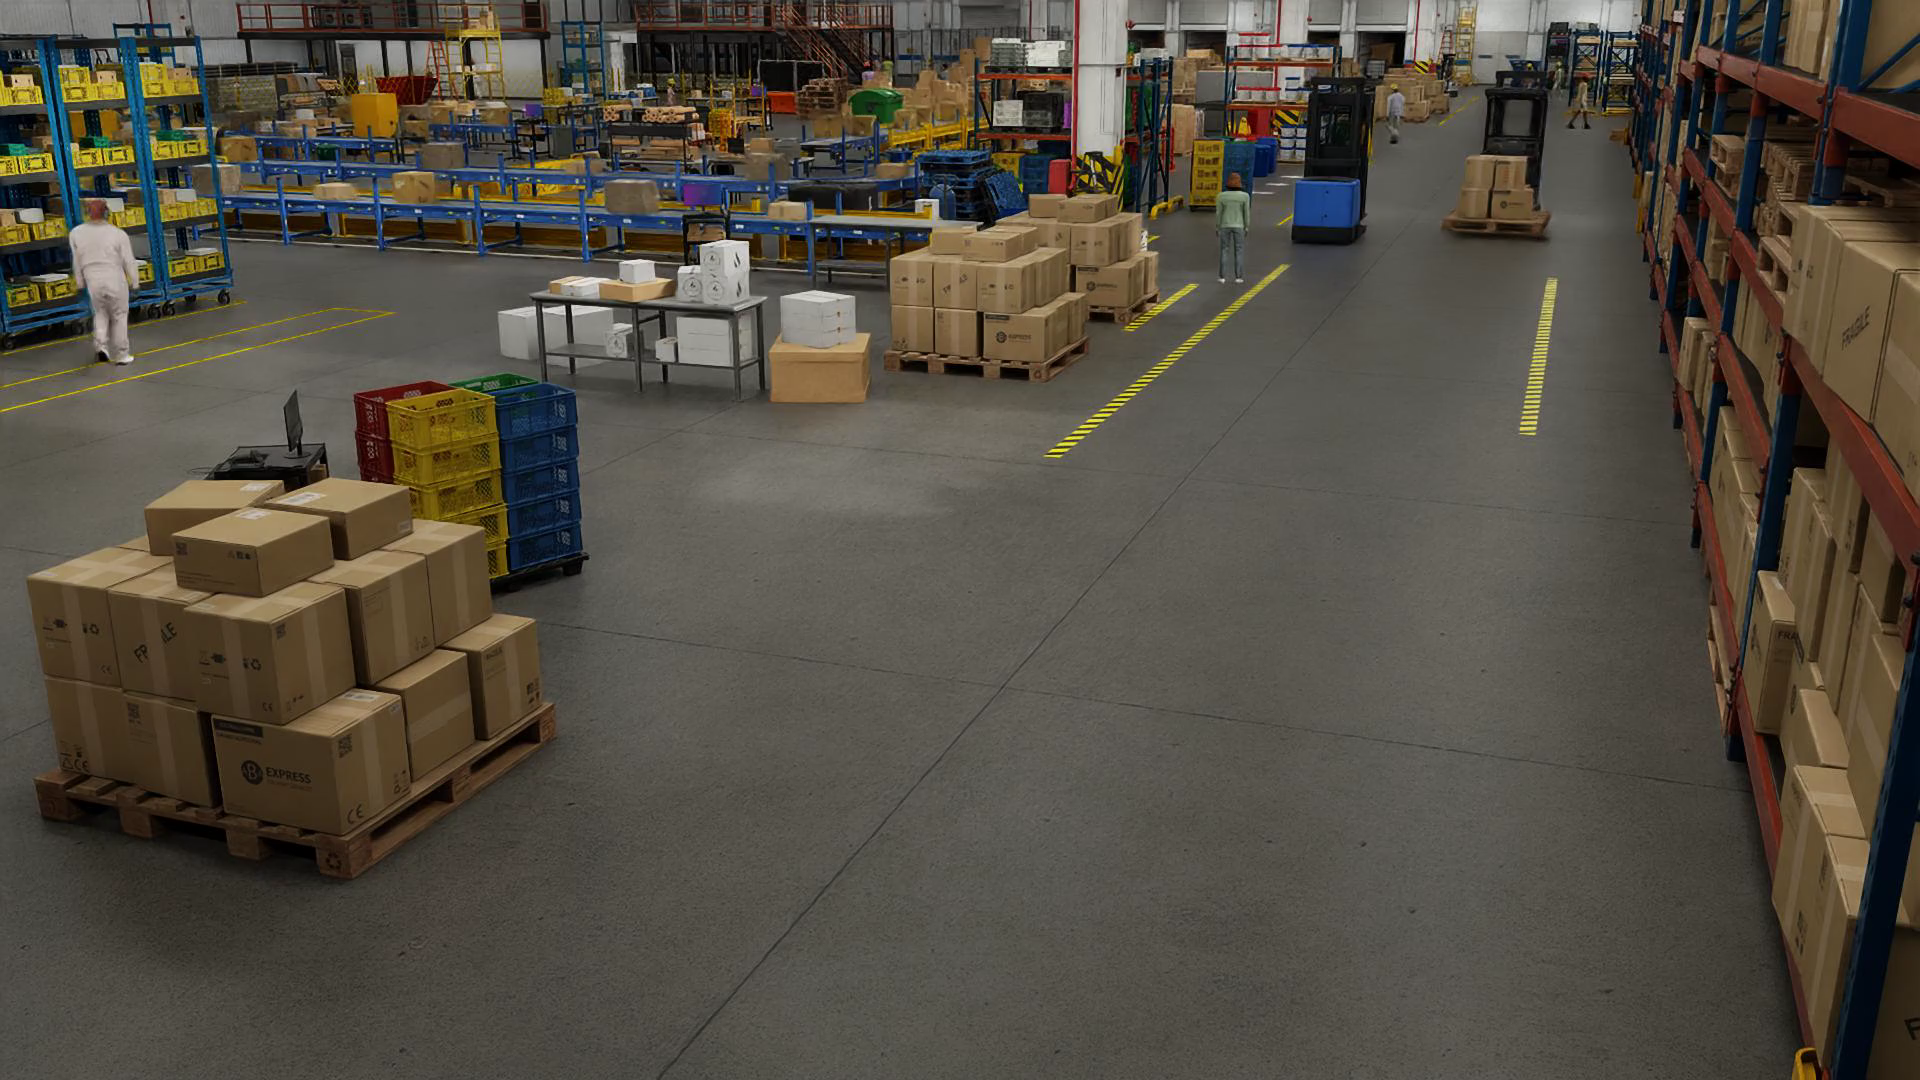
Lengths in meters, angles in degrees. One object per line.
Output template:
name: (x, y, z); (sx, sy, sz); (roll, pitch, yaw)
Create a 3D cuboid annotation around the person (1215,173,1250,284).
person: (4.046, -4.623, 24.707); (0.505, 1.633, 0.279); (3, 18, 10)

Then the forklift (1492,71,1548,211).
forklift: (10.689, -7.597, 32.026); (1.129, 2.768, 1.873); (7, 19, 22)

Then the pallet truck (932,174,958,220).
pallet truck: (-0.507, -5.292, 27.348); (0.653, 1.274, 1.630); (6, 19, 19)

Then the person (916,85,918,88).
person: (-1.348, -15.132, 57.422); (0.959, 1.835, 0.530); (-9, 20, -27)

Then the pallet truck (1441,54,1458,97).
pallet truck: (22.765, -21.886, 78.355); (0.823, 1.965, 1.885); (-4, 18, -14)

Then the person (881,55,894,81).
person: (-3.528, -22.799, 81.497); (0.654, 1.825, 0.634); (1, 18, 3)

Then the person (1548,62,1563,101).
person: (27.012, -20.784, 75.380); (0.904, 1.701, 0.503); (4, 18, 11)

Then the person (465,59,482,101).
person: (-22.070, -20.782, 75.185); (1.028, 1.820, 0.577); (5, 18, 16)

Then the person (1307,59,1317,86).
person: (15.846, -20.608, 74.475); (0.650, 1.907, 0.613); (13, 22, 36)

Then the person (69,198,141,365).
person: (-9.699, -2.930, 18.958); (0.683, 1.893, 0.432); (-2, 18, -5)

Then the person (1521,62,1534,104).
person: (24.838, -19.992, 72.783); (0.543, 1.754, 0.381); (10, 20, 28)

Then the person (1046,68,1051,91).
person: (4.315, -23.662, 84.037); (0.633, 1.939, 0.368); (-5, 18, -15)

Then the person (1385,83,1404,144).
person: (13.214, -12.970, 50.639); (0.627, 1.809, 0.431); (-6, 19, -19)

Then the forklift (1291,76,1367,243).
forklift: (6.598, -6.755, 29.381); (1.129, 2.768, 1.873); (6, 19, 19)

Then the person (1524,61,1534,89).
person: (26.949, -21.839, 78.755); (0.665, 1.657, 0.349); (-6, 19, -19)

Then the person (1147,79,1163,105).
person: (6.692, -15.412, 57.944); (0.984, 2.000, 0.690); (7, 19, 20)

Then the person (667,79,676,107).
person: (-9.565, -14.434, 55.319); (0.326, 1.765, 0.533); (-2, 18, -6)

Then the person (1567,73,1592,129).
person: (21.372, -15.083, 57.191); (0.867, 1.918, 0.559); (1, 18, 2)

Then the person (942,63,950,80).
person: (-0.585, -18.822, 68.980); (0.662, 1.848, 0.554); (12, 21, 34)

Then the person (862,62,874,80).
person: (-3.560, -17.360, 64.057); (0.385, 2.045, 0.605); (16, 24, 41)
